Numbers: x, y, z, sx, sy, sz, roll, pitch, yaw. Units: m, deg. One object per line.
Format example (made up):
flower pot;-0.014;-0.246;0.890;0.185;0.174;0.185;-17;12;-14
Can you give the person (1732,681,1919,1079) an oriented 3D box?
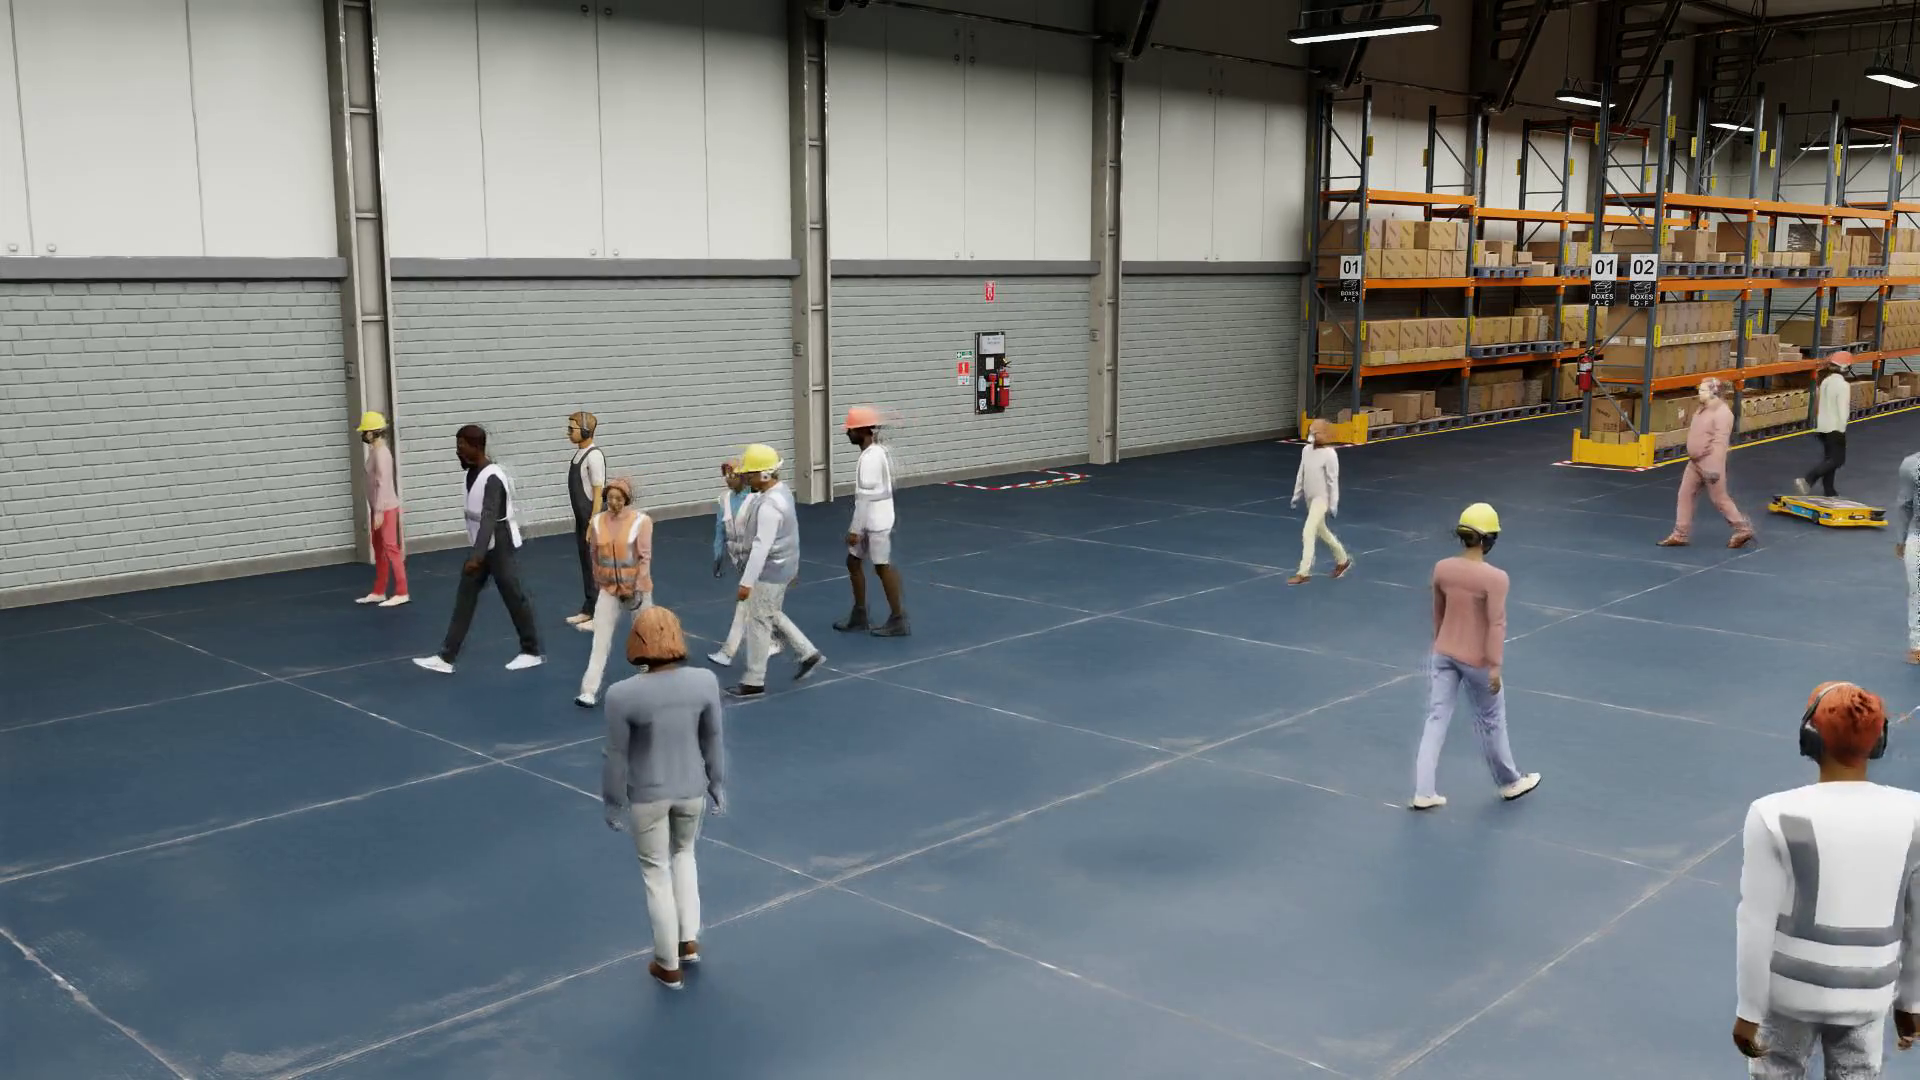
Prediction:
person;2.539;1.333;4.801;0.579;1.861;0.780;0;9;1

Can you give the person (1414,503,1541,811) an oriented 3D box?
person;2.908;0.653;9.335;0.818;1.727;0.548;-6;11;-33

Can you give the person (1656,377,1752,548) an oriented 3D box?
person;8.124;-0.831;17.951;0.959;1.871;0.653;0;9;-3

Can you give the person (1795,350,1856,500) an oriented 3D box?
person;11.103;-1.436;21.294;0.651;1.980;0.625;0;9;1

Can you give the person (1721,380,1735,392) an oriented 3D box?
person;15.092;-3.312;32.895;0.694;1.922;0.563;-9;13;-44

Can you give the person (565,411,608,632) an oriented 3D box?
person;-3.123;-0.159;13.921;0.346;1.846;0.506;-5;10;-27

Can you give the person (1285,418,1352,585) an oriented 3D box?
person;3.498;-0.386;16.047;0.810;1.600;0.504;-3;10;-20

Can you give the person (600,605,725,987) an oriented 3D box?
person;-1.274;1.073;7.061;0.522;1.618;0.425;-6;11;-31

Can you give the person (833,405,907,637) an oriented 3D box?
person;-0.782;-0.143;13.622;0.758;1.908;0.557;-1;9;-5

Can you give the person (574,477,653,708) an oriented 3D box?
person;-2.360;0.374;11.465;0.504;1.589;0.844;2;10;13

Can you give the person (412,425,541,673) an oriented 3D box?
person;-3.593;0.086;12.372;1.005;1.863;0.613;-8;12;-41

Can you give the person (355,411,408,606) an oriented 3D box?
person;-5.210;-0.276;14.900;0.354;1.767;0.529;-4;10;-25

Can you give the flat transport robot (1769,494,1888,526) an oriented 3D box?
flat transport robot;10.402;-0.364;19.954;0.652;0.197;1.431;0;9;-3

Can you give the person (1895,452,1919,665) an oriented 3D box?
person;7.545;-0.015;12.794;0.626;1.927;0.654;9;13;43

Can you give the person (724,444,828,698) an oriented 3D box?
person;-1.313;0.222;11.709;0.752;1.809;0.635;0;9;-2

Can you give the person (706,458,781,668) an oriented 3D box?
person;-1.665;0.177;12.628;0.531;1.584;0.872;8;12;40
